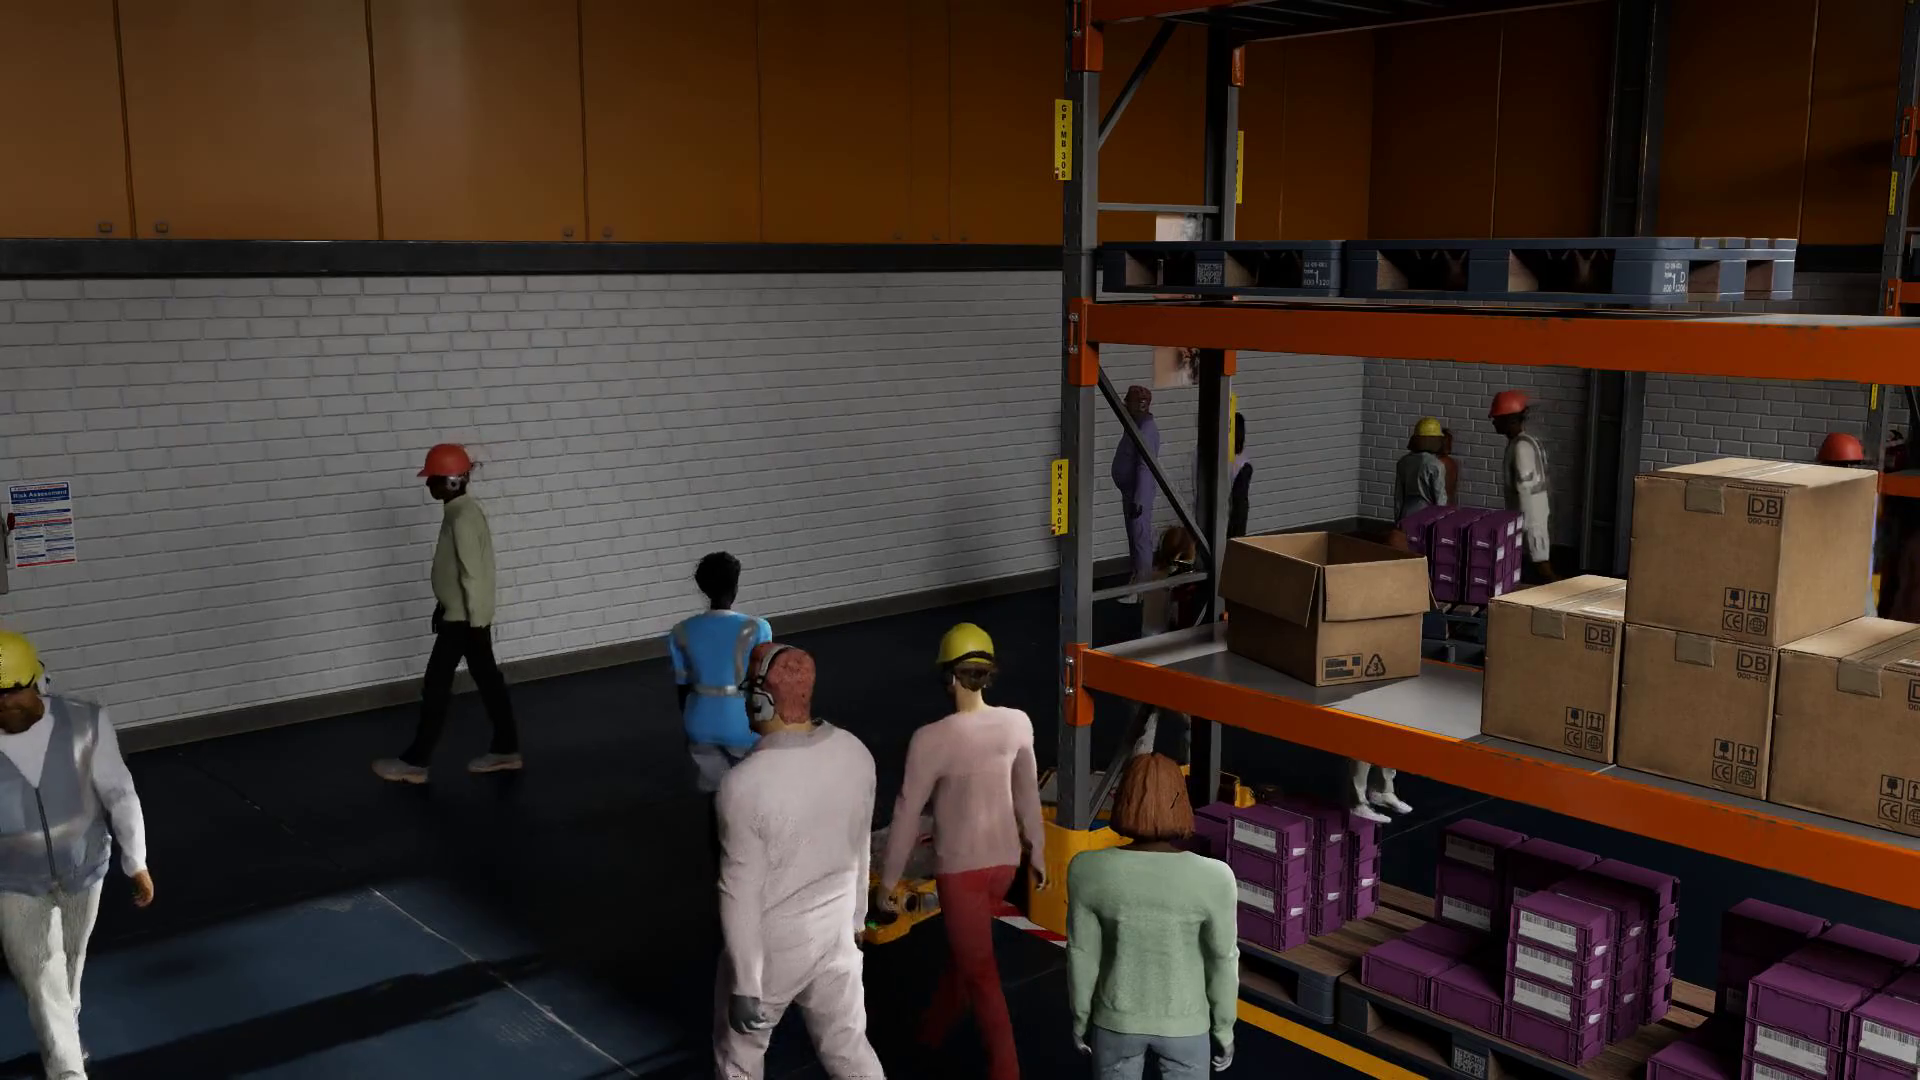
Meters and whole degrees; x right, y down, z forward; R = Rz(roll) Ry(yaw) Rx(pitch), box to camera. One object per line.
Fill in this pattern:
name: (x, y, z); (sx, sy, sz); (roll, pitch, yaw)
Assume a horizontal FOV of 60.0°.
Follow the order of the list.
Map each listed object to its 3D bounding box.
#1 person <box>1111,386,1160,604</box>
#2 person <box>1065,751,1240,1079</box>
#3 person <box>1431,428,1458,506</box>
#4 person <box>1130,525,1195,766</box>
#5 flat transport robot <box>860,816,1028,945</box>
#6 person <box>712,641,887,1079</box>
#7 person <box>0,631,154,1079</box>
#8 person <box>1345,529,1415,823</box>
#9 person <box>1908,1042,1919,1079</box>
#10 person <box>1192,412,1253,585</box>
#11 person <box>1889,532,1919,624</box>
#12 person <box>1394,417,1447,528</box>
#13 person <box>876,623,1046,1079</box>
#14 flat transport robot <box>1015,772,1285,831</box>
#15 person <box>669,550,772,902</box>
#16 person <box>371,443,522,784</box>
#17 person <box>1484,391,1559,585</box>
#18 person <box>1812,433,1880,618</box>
person: (1.532, -0.400, 14.601); (0.410, 1.913, 0.642); (0, 10, -1)
person: (0.552, 1.410, 4.814); (0.499, 1.634, 0.288); (2, 10, 11)
person: (3.979, -0.137, 13.926); (0.507, 1.629, 0.537); (9, 13, 42)
person: (1.190, 0.713, 8.940); (0.627, 1.615, 0.486); (-6, 11, -31)
flat transport robot: (-0.153, 1.551, 7.972); (0.652, 0.197, 1.431); (8, 13, 39)
person: (-0.496, 1.233, 5.166); (0.976, 1.865, 0.651); (8, 13, 41)
person: (-3.228, 1.164, 5.887); (0.610, 1.761, 0.985); (-8, 13, -39)
person: (2.270, 0.737, 8.818); (0.468, 1.613, 0.506); (4, 10, 22)
person: (2.486, 1.478, 4.132); (0.534, 1.735, 0.735); (-5, 11, -28)
person: (2.051, -0.046, 12.657); (0.983, 1.860, 0.616); (-6, 12, -32)
person: (5.217, 0.621, 8.734); (0.549, 1.873, 0.665); (-4, 10, -21)
person: (3.741, -0.123, 13.474); (0.318, 1.741, 0.492); (-6, 12, -33)
person: (-0.015, 1.160, 6.007); (0.616, 1.706, 0.832); (-8, 12, -38)
flat transport robot: (0.965, 1.421, 8.733); (1.431, 0.197, 0.652); (2, 10, 14)
person: (-1.072, 0.890, 7.743); (0.563, 1.666, 0.386); (3, 10, 17)
person: (-3.010, 0.424, 9.614); (0.914, 1.959, 0.635); (-2, 10, -14)
person: (4.556, -0.191, 13.243); (0.780, 1.978, 0.632); (2, 10, 9)
person: (5.794, 0.241, 10.956); (0.562, 1.885, 1.013); (-5, 11, -27)
